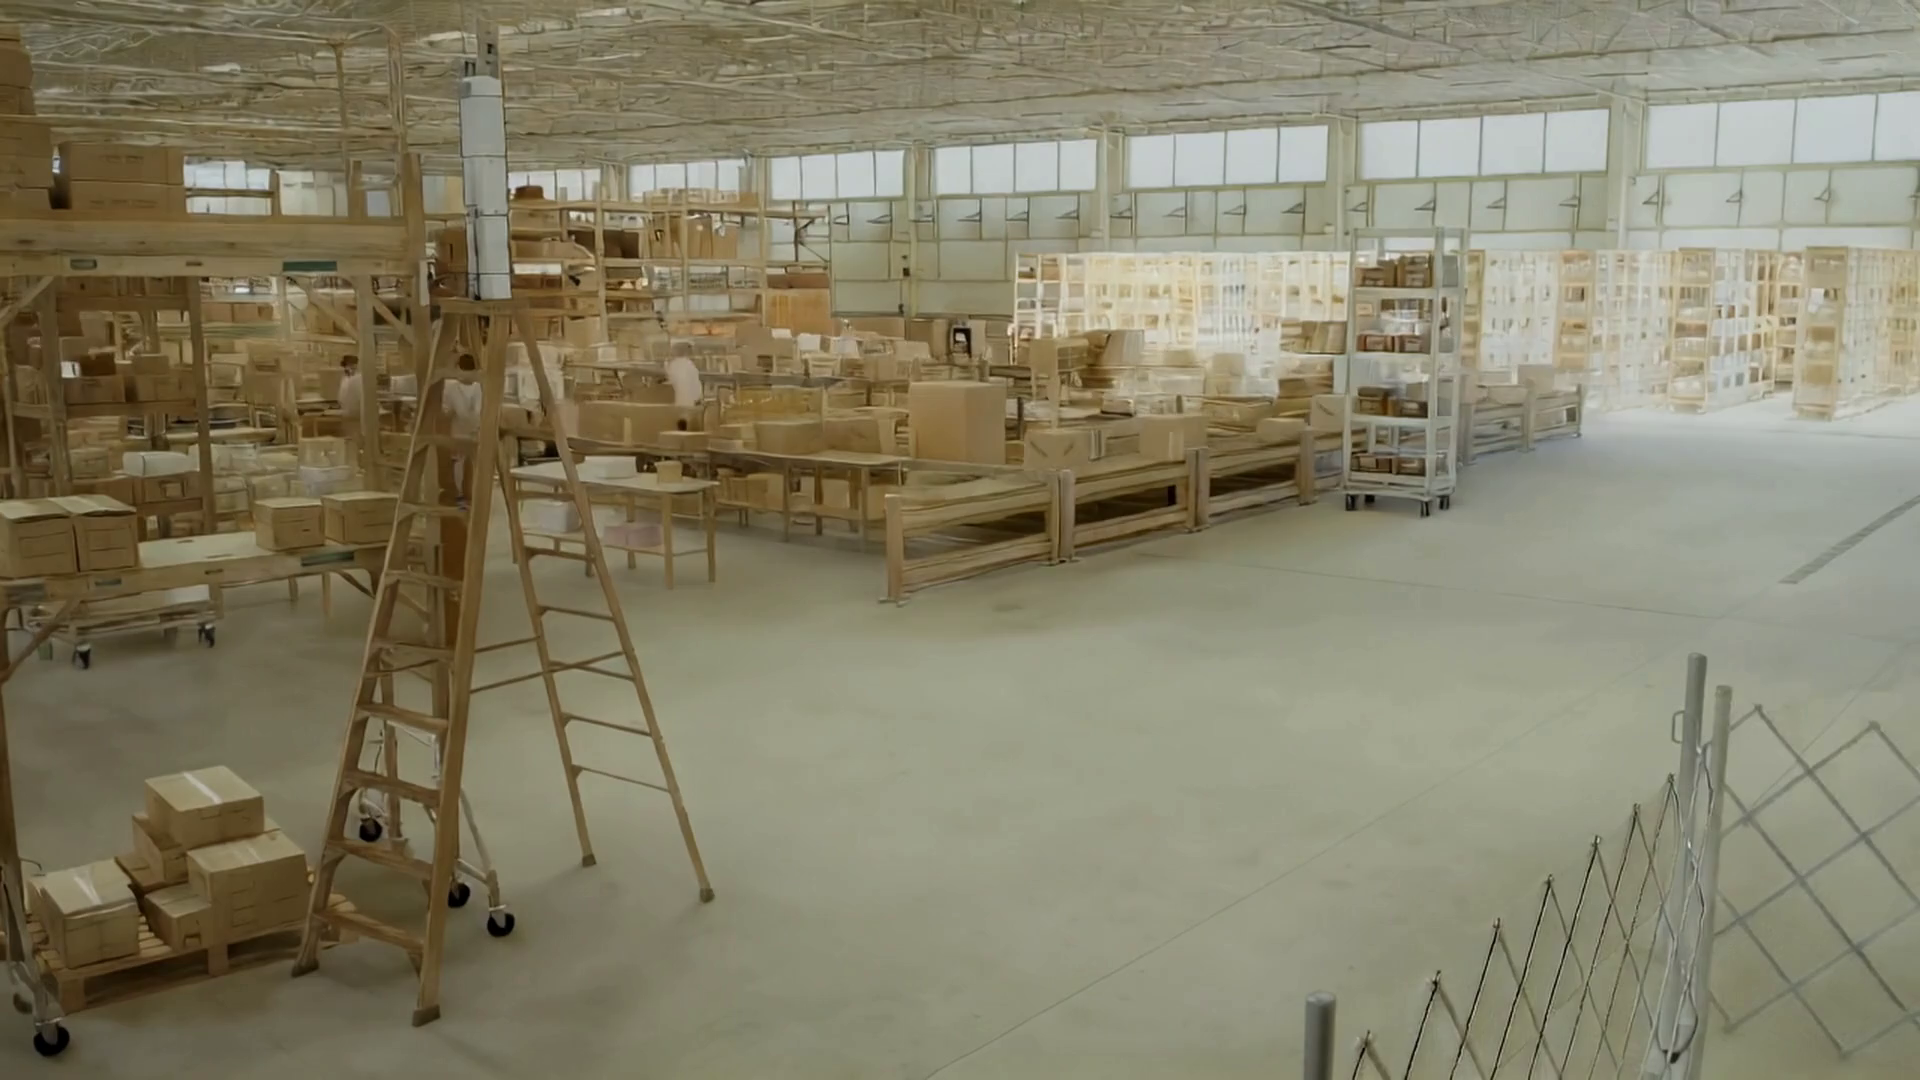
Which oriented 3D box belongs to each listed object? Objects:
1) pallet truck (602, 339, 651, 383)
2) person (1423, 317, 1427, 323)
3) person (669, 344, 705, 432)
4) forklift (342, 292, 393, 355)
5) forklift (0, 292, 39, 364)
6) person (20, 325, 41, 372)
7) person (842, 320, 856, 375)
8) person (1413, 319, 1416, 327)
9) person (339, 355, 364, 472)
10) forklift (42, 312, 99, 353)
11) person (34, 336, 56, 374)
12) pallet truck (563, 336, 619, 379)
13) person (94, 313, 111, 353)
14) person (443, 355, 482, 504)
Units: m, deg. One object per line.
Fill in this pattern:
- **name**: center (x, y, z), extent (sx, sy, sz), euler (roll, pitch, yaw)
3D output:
- **pallet truck**: center (-8.991, -4.871, 45.351), extent (0.653, 1.274, 1.630), euler (7, 11, 37)
- **person**: center (13.153, -5.394, 46.956), extent (0.591, 1.833, 0.404), euler (1, 9, 6)
- **person**: center (-4.503, -2.339, 27.819), extent (0.996, 1.850, 0.666), euler (-8, 12, -41)
- **forklift**: center (-16.485, -5.622, 45.120), extent (1.129, 2.768, 1.873), euler (7, 11, 37)
- **forklift**: center (-24.931, -5.492, 44.311), extent (1.873, 2.768, 1.129), euler (7, 11, 37)
- **person**: center (-23.732, -4.649, 42.636), extent (0.865, 1.702, 0.547), euler (1, 9, 7)
- **person**: center (-3.014, -5.226, 46.199), extent (0.550, 1.722, 0.885), euler (-9, 13, -43)
- **person**: center (12.560, -5.263, 46.350), extent (0.554, 1.774, 1.027), euler (0, 9, -1)
- **person**: center (-9.258, -1.889, 25.161), extent (0.627, 1.799, 0.807), euler (8, 12, 40)
- **forklift**: center (-23.779, -5.451, 44.052), extent (1.873, 2.768, 1.129), euler (7, 11, 36)
- **person**: center (-21.026, -3.892, 38.274), extent (0.504, 1.601, 0.807), euler (-7, 11, -36)
- **pallet truck**: center (-10.690, -5.294, 48.215), extent (1.601, 1.201, 0.680), euler (-5, 10, -26)
- **person**: center (-25.792, -5.866, 49.835), extent (0.996, 1.863, 0.647), euler (-5, 11, -30)
- **person**: center (-6.402, -1.411, 21.591), extent (0.612, 2.007, 0.994), euler (-4, 10, -25)
